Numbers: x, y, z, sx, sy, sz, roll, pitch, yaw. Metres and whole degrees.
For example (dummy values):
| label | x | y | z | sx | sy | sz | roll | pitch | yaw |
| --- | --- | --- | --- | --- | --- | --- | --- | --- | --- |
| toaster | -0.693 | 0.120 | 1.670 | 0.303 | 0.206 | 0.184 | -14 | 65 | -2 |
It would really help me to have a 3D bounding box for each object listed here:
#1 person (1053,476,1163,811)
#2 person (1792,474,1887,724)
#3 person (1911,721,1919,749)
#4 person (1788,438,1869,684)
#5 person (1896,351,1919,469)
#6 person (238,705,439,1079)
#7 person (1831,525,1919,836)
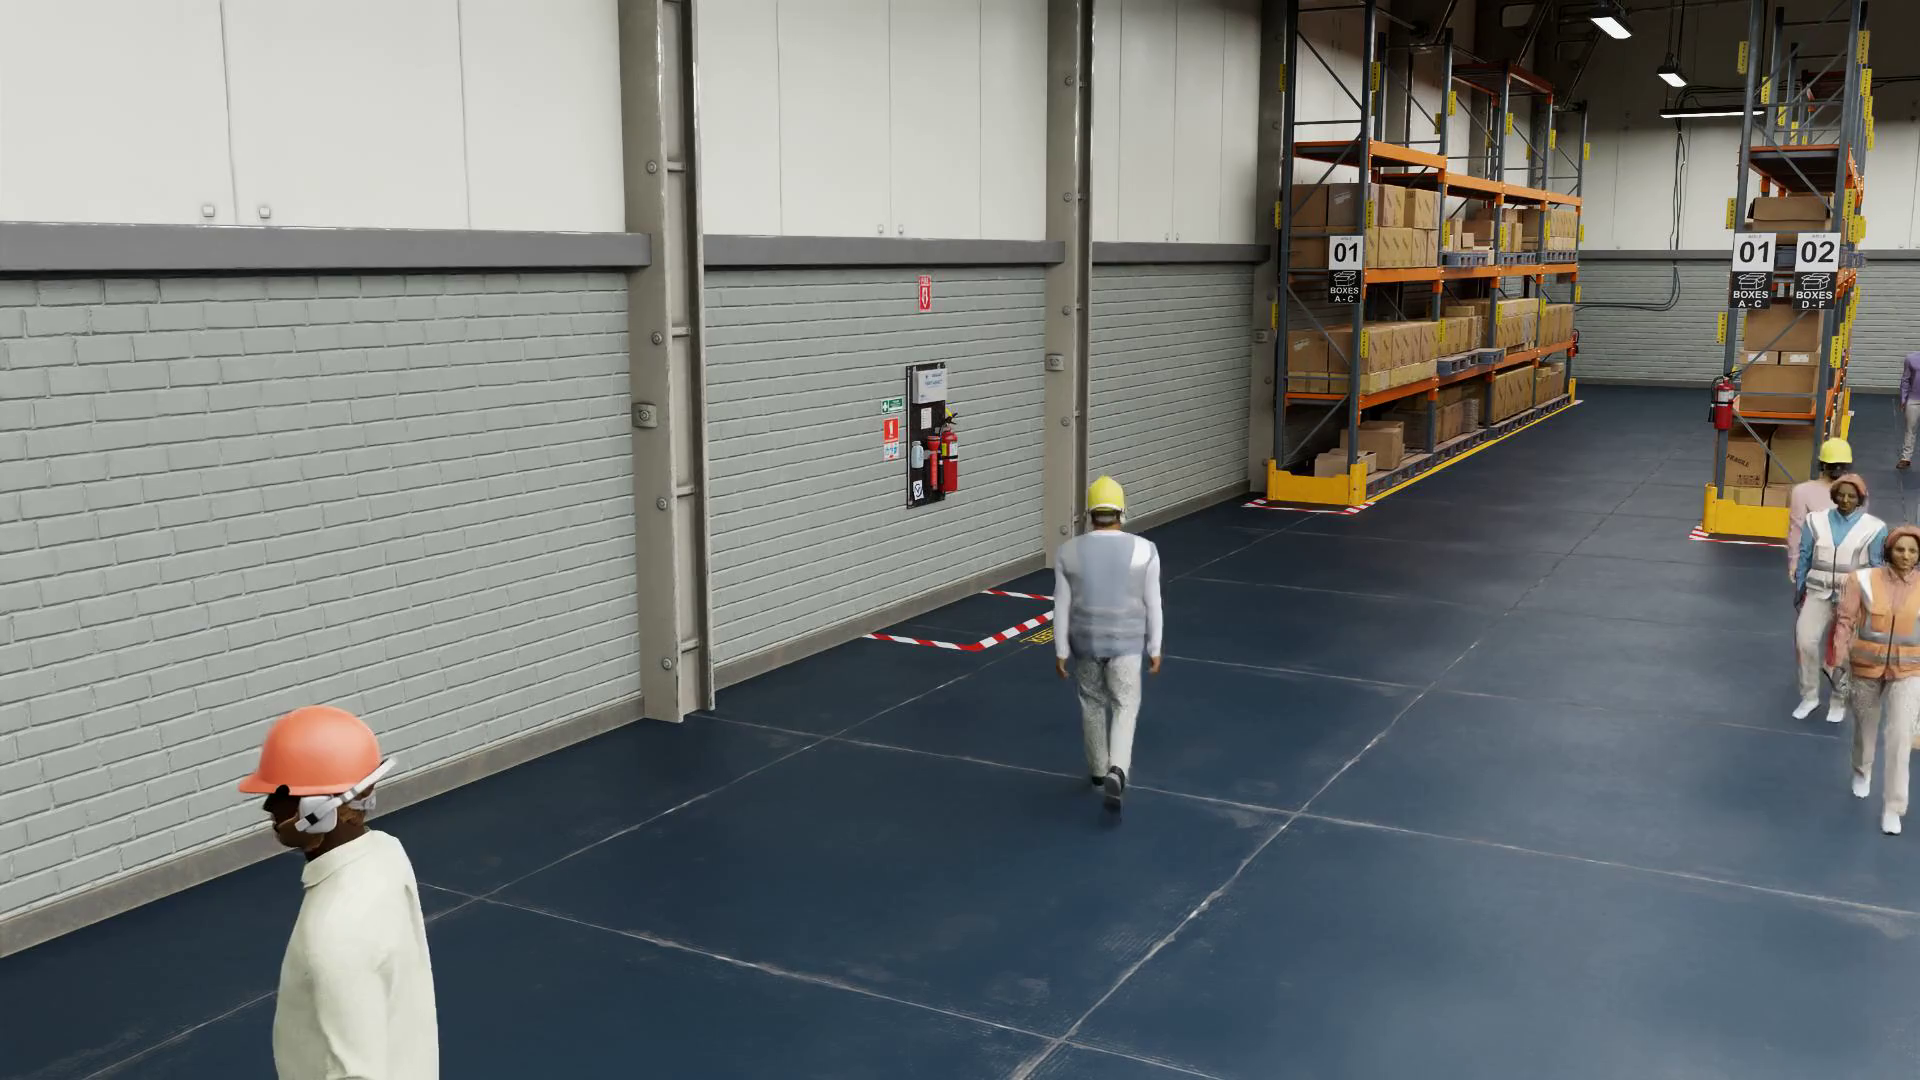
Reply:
| label | x | y | z | sx | sy | sz | roll | pitch | yaw |
| --- | --- | --- | --- | --- | --- | --- | --- | --- | --- |
| person | 0.795 | 0.558 | 9.053 | 0.595 | 1.806 | 0.748 | 2 | 10 | 10 |
| person | 5.581 | 0.383 | 10.607 | 0.540 | 1.618 | 0.503 | 9 | 13 | 41 |
| person | 6.236 | 0.389 | 10.065 | 0.932 | 1.796 | 0.652 | 0 | 10 | 0 |
| person | 6.006 | 0.163 | 11.539 | 0.530 | 1.749 | 0.459 | 2 | 10 | 13 |
| person | 13.531 | -1.948 | 23.346 | 0.627 | 1.940 | 0.372 | 9 | 13 | 42 |
| person | -1.404 | 1.353 | 3.854 | 0.395 | 1.994 | 0.613 | -2 | 10 | -10 |
| person | 4.966 | 0.691 | 8.913 | 0.517 | 1.593 | 0.885 | 6 | 11 | 29 |
